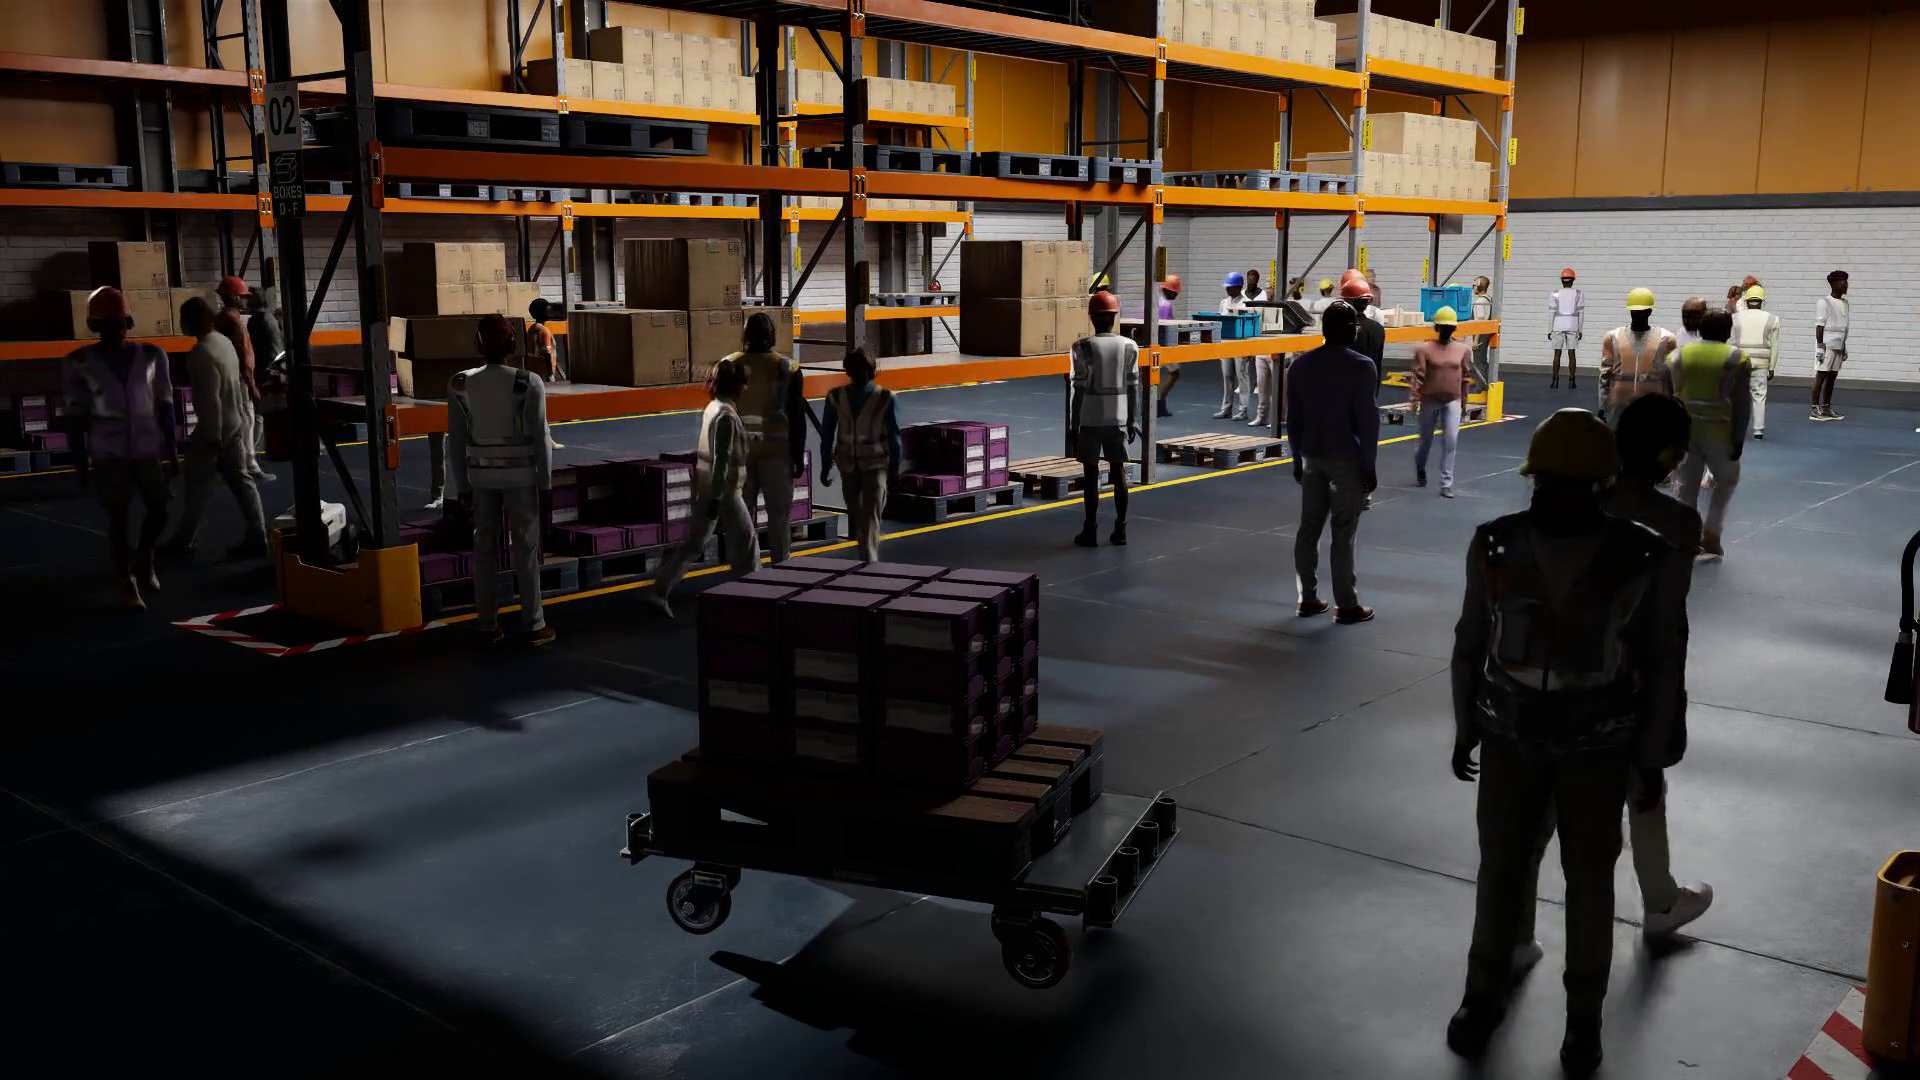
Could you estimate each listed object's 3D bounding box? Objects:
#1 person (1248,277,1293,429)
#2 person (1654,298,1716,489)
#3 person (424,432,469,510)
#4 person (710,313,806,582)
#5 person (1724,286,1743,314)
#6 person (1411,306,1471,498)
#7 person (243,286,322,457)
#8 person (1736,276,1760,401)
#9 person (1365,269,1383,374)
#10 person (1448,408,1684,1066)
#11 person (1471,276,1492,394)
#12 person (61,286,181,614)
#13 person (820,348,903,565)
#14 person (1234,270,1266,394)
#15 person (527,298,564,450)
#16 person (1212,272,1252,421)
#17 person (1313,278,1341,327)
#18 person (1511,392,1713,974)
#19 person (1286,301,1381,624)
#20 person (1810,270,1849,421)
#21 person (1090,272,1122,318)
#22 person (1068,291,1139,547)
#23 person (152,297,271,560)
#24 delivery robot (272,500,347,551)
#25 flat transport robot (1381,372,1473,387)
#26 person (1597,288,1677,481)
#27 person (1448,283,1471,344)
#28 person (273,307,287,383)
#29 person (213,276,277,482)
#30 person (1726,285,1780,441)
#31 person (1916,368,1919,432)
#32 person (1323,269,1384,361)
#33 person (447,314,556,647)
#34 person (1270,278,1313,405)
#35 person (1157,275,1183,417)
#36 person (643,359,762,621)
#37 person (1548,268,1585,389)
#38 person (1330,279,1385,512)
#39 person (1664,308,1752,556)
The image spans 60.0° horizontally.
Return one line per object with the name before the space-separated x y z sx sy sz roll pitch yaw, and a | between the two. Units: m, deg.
person | 3.915 -2.355 20.930 0.406 1.898 0.651 -8 12 -37
person | 6.821 -1.351 15.487 0.858 1.794 0.648 -3 10 -18
person | -4.430 -1.068 14.348 0.503 1.632 0.274 1 10 4
person | -1.312 -0.565 10.923 0.626 1.836 0.429 1 10 8
person | 12.692 -3.359 27.380 0.308 1.638 0.511 7 12 33
person | 4.409 -1.290 15.312 0.534 1.737 0.791 1 10 4
person | -7.139 -1.684 17.200 1.014 1.874 0.645 -6 12 -31
person | 11.520 -2.935 24.371 0.355 1.856 0.682 10 14 44
person | 7.314 -3.873 29.608 0.673 1.880 0.639 -6 11 -29
person | 1.654 0.543 4.617 0.594 1.828 0.403 6 12 30
person | 7.672 -2.962 24.528 0.328 1.844 0.514 6 12 32
person | -5.178 -0.556 10.307 0.635 2.024 0.496 -8 13 -38
person | -0.669 -0.440 10.852 0.508 1.597 0.844 3 11 18
person | 4.536 -3.230 25.845 0.596 1.918 0.380 5 11 27
person | -4.673 -1.853 18.628 0.317 1.700 0.539 -7 12 -34
person | 3.610 -2.536 21.819 0.403 1.943 0.606 -7 12 -36
person | 6.133 -3.474 27.692 0.540 1.748 0.617 -4 11 -19
person | 2.065 0.445 5.248 0.983 1.802 0.640 -8 13 -37
person | 2.257 -0.468 10.062 0.372 1.941 0.627 -9 13 -41
person | 11.448 -2.551 21.841 0.609 1.966 0.364 -6 12 -32
person | 1.903 -2.656 22.554 0.594 1.924 0.382 8 13 37
person | 1.072 -0.915 12.608 0.552 1.935 0.370 -3 10 -15
person | -5.477 -0.798 12.052 0.857 1.901 0.642 -1 10 -4
delivery robot | -4.565 -0.108 11.682 0.477 0.478 0.707 -1 10 -6
flat transport robot | 7.633 -2.641 27.179 1.431 0.197 0.652 -6 11 -29
person | 5.680 -1.153 13.998 0.594 1.924 0.384 5 11 25
person | 6.893 -2.720 23.372 0.525 1.770 0.309 3 10 15
person | -7.273 -1.687 17.903 0.495 1.626 0.285 6 12 31
person | -6.931 -1.536 15.995 0.434 1.991 0.638 -7 12 -36
person | 9.264 -2.068 19.516 0.590 1.823 0.404 4 11 23
person | 11.967 -2.168 20.305 0.487 1.741 0.313 1 10 3
person | 3.935 -1.691 16.729 0.610 2.043 0.397 6 12 31
person | -2.576 -0.324 9.392 0.573 1.887 0.356 0 10 2
person | 4.789 -2.830 23.819 0.850 1.832 0.508 -8 13 -39
person | 2.681 -2.549 22.038 0.553 1.894 0.645 -2 10 -13
person | -1.507 -0.291 10.025 0.847 1.599 0.520 -4 11 -20
person | 9.748 -3.398 26.776 0.542 1.928 0.377 3 10 18
person | 3.358 -1.225 14.214 0.620 1.994 0.381 -8 13 -38
person | 5.425 -0.767 12.105 0.627 1.829 0.442 9 14 42
